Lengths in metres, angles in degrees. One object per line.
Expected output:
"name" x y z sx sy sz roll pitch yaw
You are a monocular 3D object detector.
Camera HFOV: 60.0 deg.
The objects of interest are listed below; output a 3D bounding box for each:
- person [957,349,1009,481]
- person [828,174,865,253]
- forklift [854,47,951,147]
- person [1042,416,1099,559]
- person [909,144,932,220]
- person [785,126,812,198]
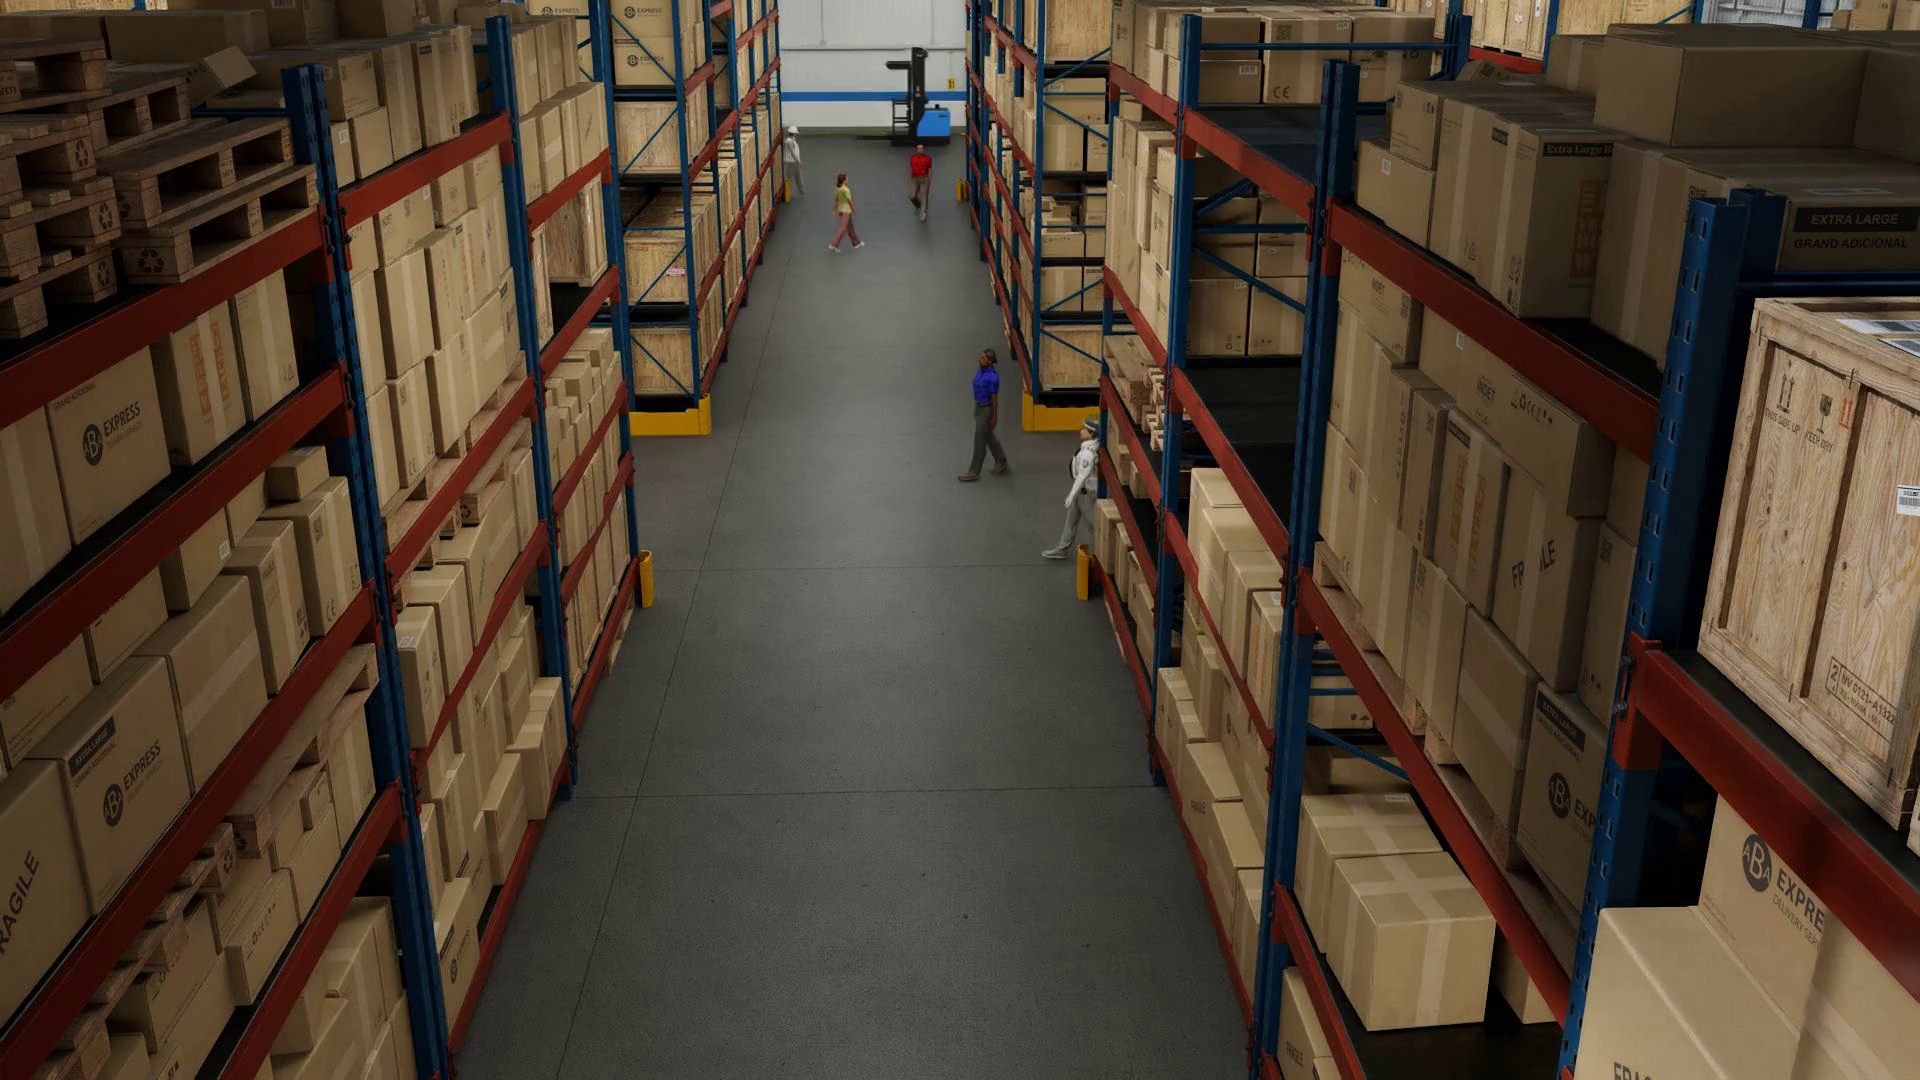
"person" 0.295 -1.598 20.958 0.769 1.657 0.449 -8 22 -20
"person" -2.412 -6.960 35.301 1.039 1.625 0.476 -15 25 -35
"forklift" -1.820 -13.856 51.966 3.031 2.941 1.121 -1 20 -2
"person" 1.377 -0.535 18.056 0.979 1.652 0.488 4 21 9
"person" -0.921 -8.437 39.116 0.535 1.724 0.566 5 21 13
"person" -4.140 -9.555 42.032 0.734 1.760 0.561 1 20 2
